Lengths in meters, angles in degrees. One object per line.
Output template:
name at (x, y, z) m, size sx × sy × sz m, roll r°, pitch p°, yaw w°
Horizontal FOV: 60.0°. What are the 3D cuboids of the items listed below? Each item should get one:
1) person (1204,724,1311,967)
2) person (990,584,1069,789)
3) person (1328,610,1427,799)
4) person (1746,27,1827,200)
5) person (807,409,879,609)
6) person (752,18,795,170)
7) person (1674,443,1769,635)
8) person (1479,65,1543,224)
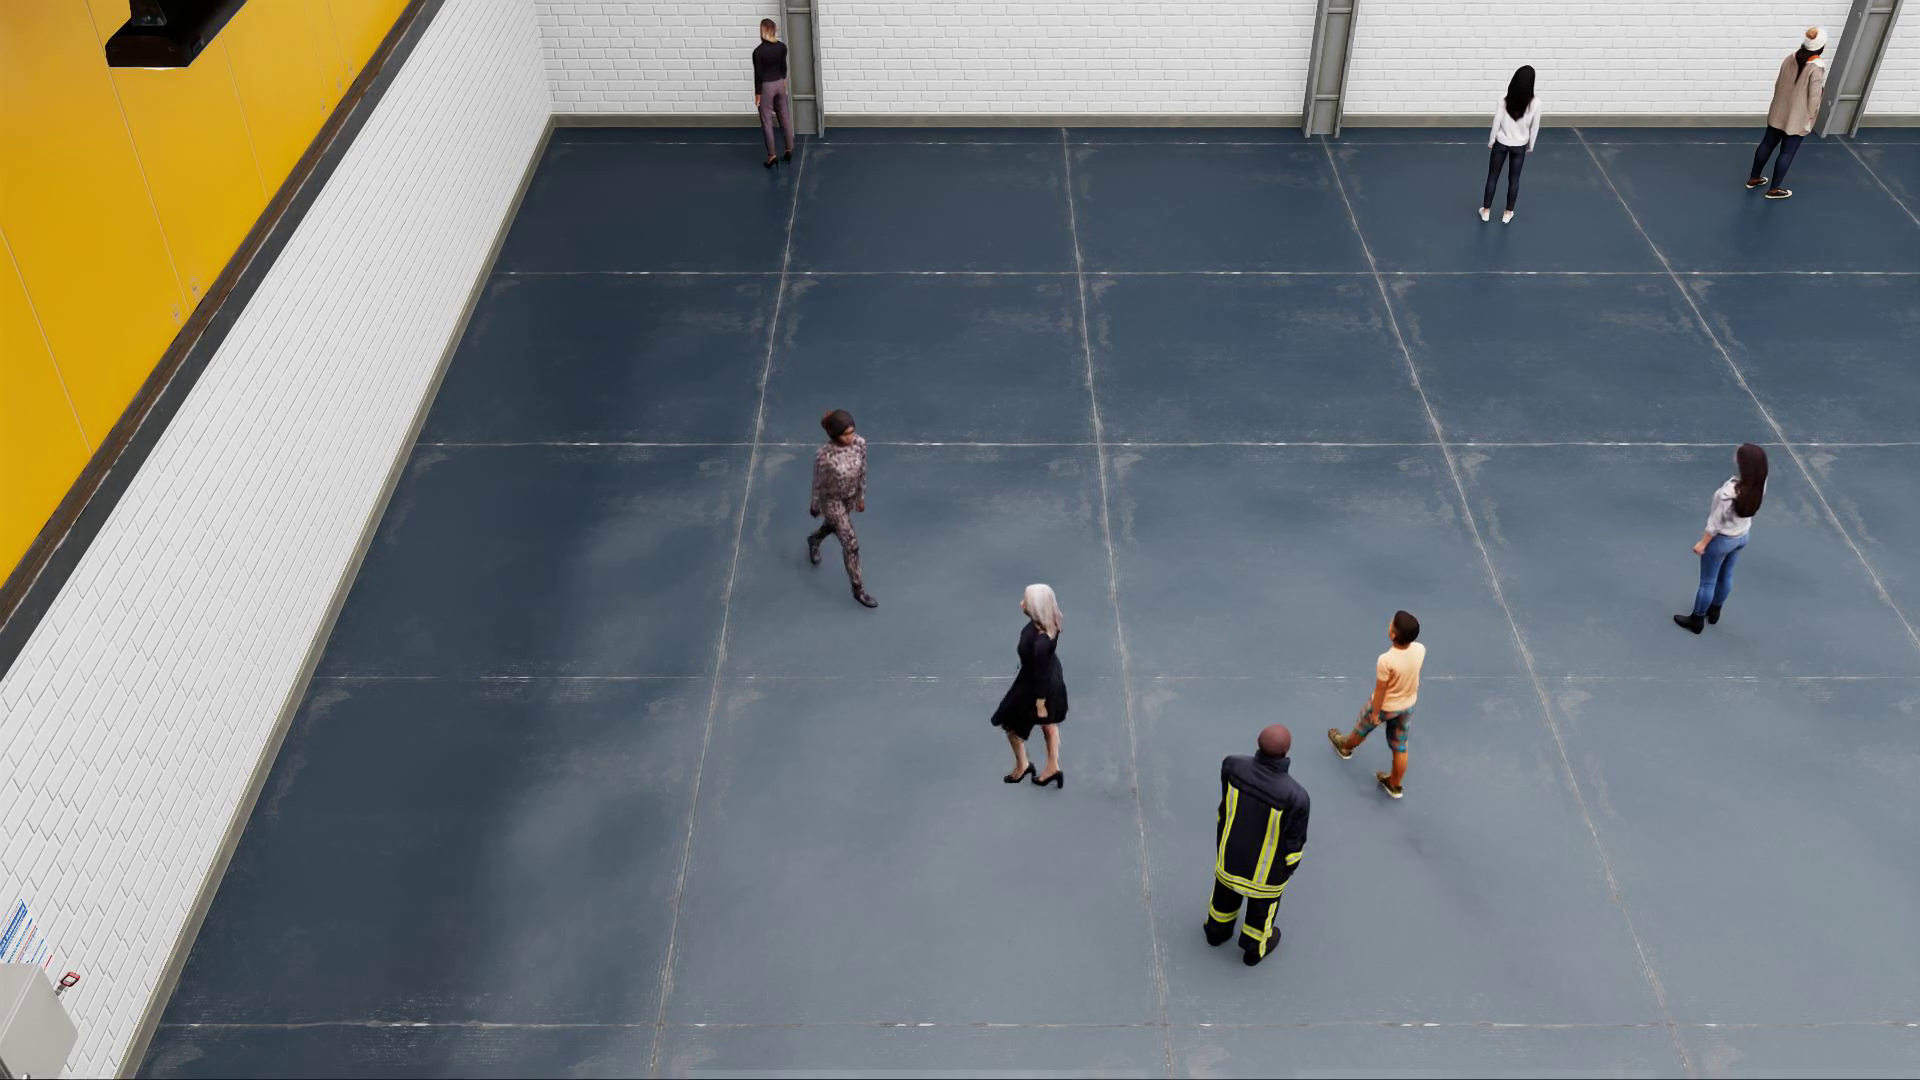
person at (1.745, 1.777, 9.783) m, size 0.833 × 1.820 × 0.914 m, roll 27°, pitch 46°, yaw 29°
person at (0.597, 0.979, 10.850) m, size 0.773 × 1.735 × 0.701 m, roll 8°, pitch 39°, yaw 10°
person at (2.888, 1.116, 10.914) m, size 0.895 × 1.440 × 0.790 m, roll -13°, pitch 40°, yaw -16°
person at (8.834, -4.571, 17.687) m, size 0.802 × 1.875 × 0.795 m, roll -15°, pitch 41°, yaw -18°
person at (-0.958, -0.328, 12.542) m, size 1.143 × 1.666 × 1.091 m, roll -22°, pitch 44°, yaw -25°
person at (-2.065, -4.894, 18.259) m, size 0.743 × 1.667 × 0.673 m, roll 31°, pitch 48°, yaw 33°
person at (5.617, -0.011, 12.171) m, size 0.621 × 1.633 × 0.738 m, roll -20°, pitch 43°, yaw -23°
person at (5.711, -4.110, 17.250) m, size 0.575 × 1.700 × 0.727 m, roll 9°, pitch 39°, yaw 11°
